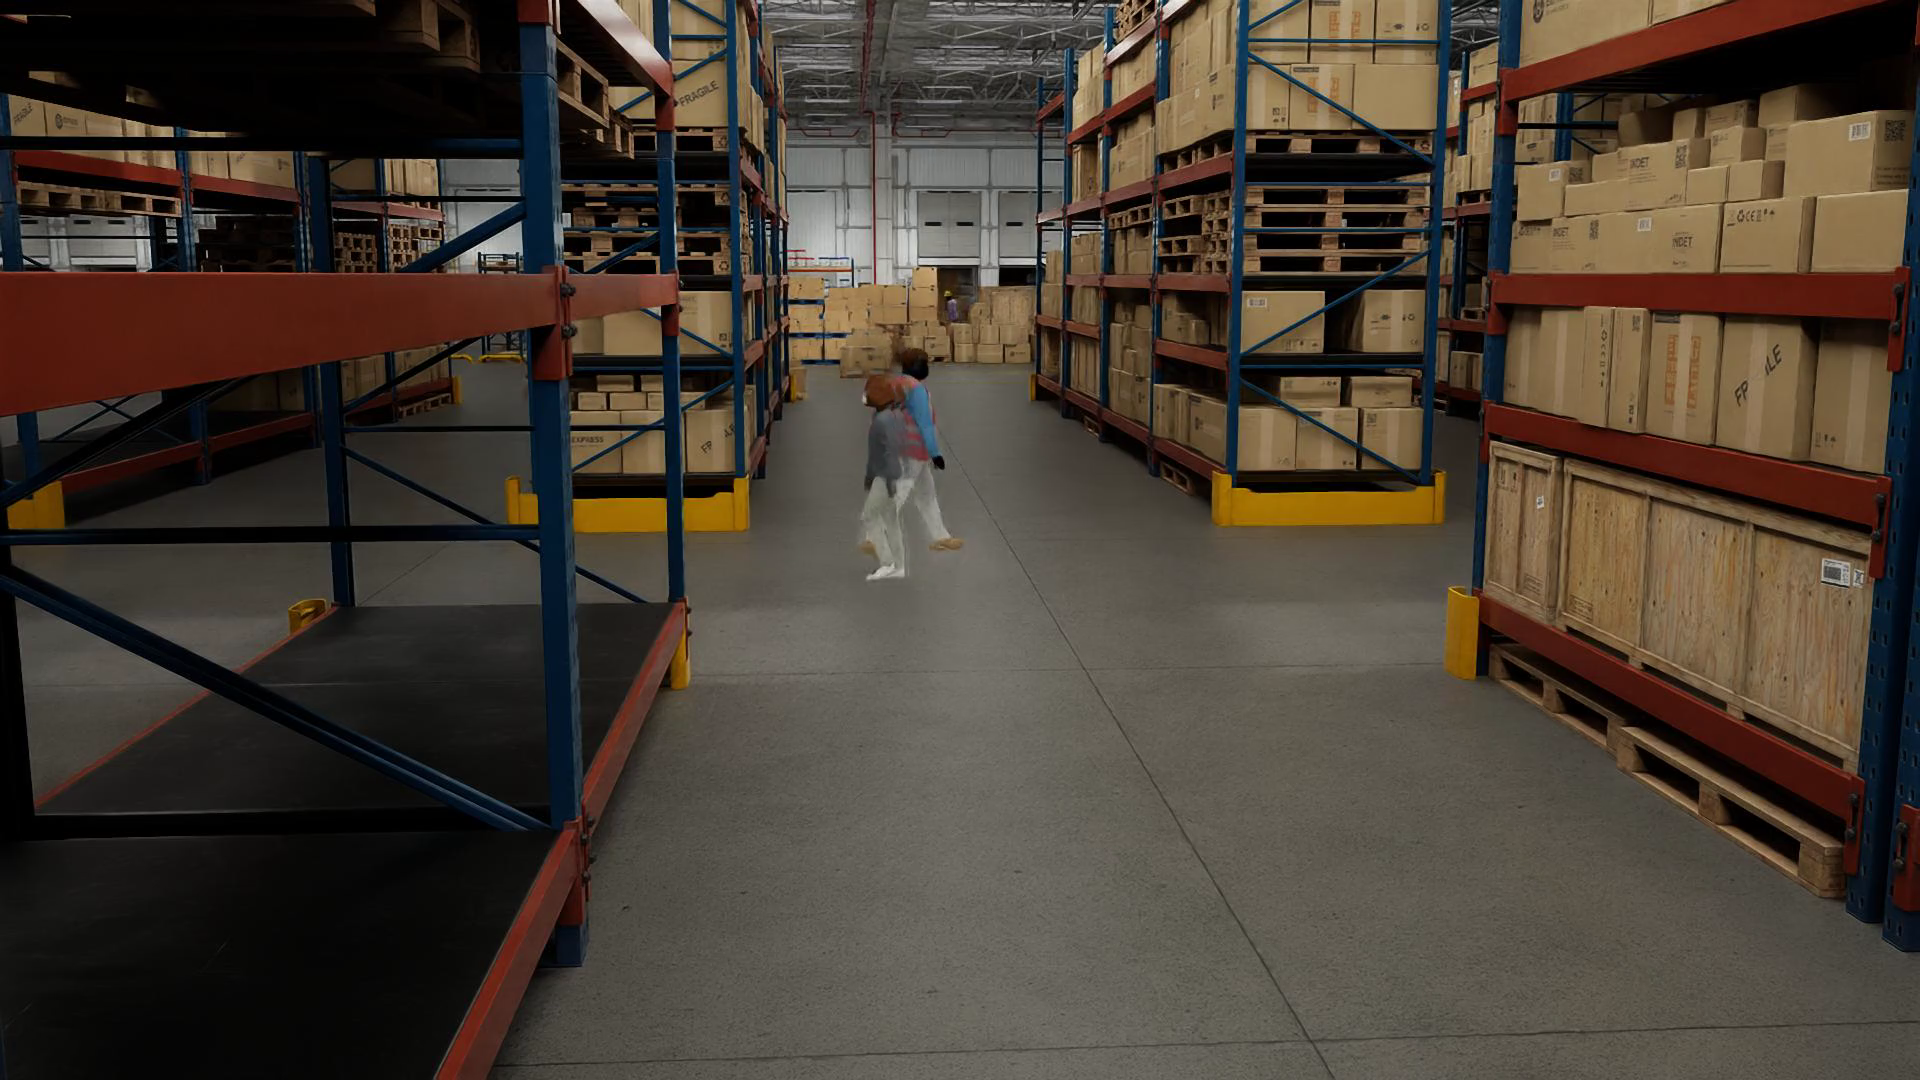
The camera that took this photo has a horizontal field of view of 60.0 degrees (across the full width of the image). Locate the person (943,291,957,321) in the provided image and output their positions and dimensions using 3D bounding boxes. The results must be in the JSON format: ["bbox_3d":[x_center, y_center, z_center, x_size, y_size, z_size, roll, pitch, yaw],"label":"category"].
[{"bbox_3d":[-0.285,-7.632,57.221,0.937,1.872,0.596,1,9,7],"label":"person"}]

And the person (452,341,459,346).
[{"bbox_3d":[-16.968,-7.462,55.949,0.373,1.936,0.627,-4,10,-26],"label":"person"}]

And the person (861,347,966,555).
[{"bbox_3d":[-0.430,-0.751,14.276,0.972,1.797,0.637,-2,9,-14],"label":"person"}]

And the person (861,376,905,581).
[{"bbox_3d":[-0.631,-0.474,13.050,0.470,1.622,0.506,-1,9,-5],"label":"person"}]
